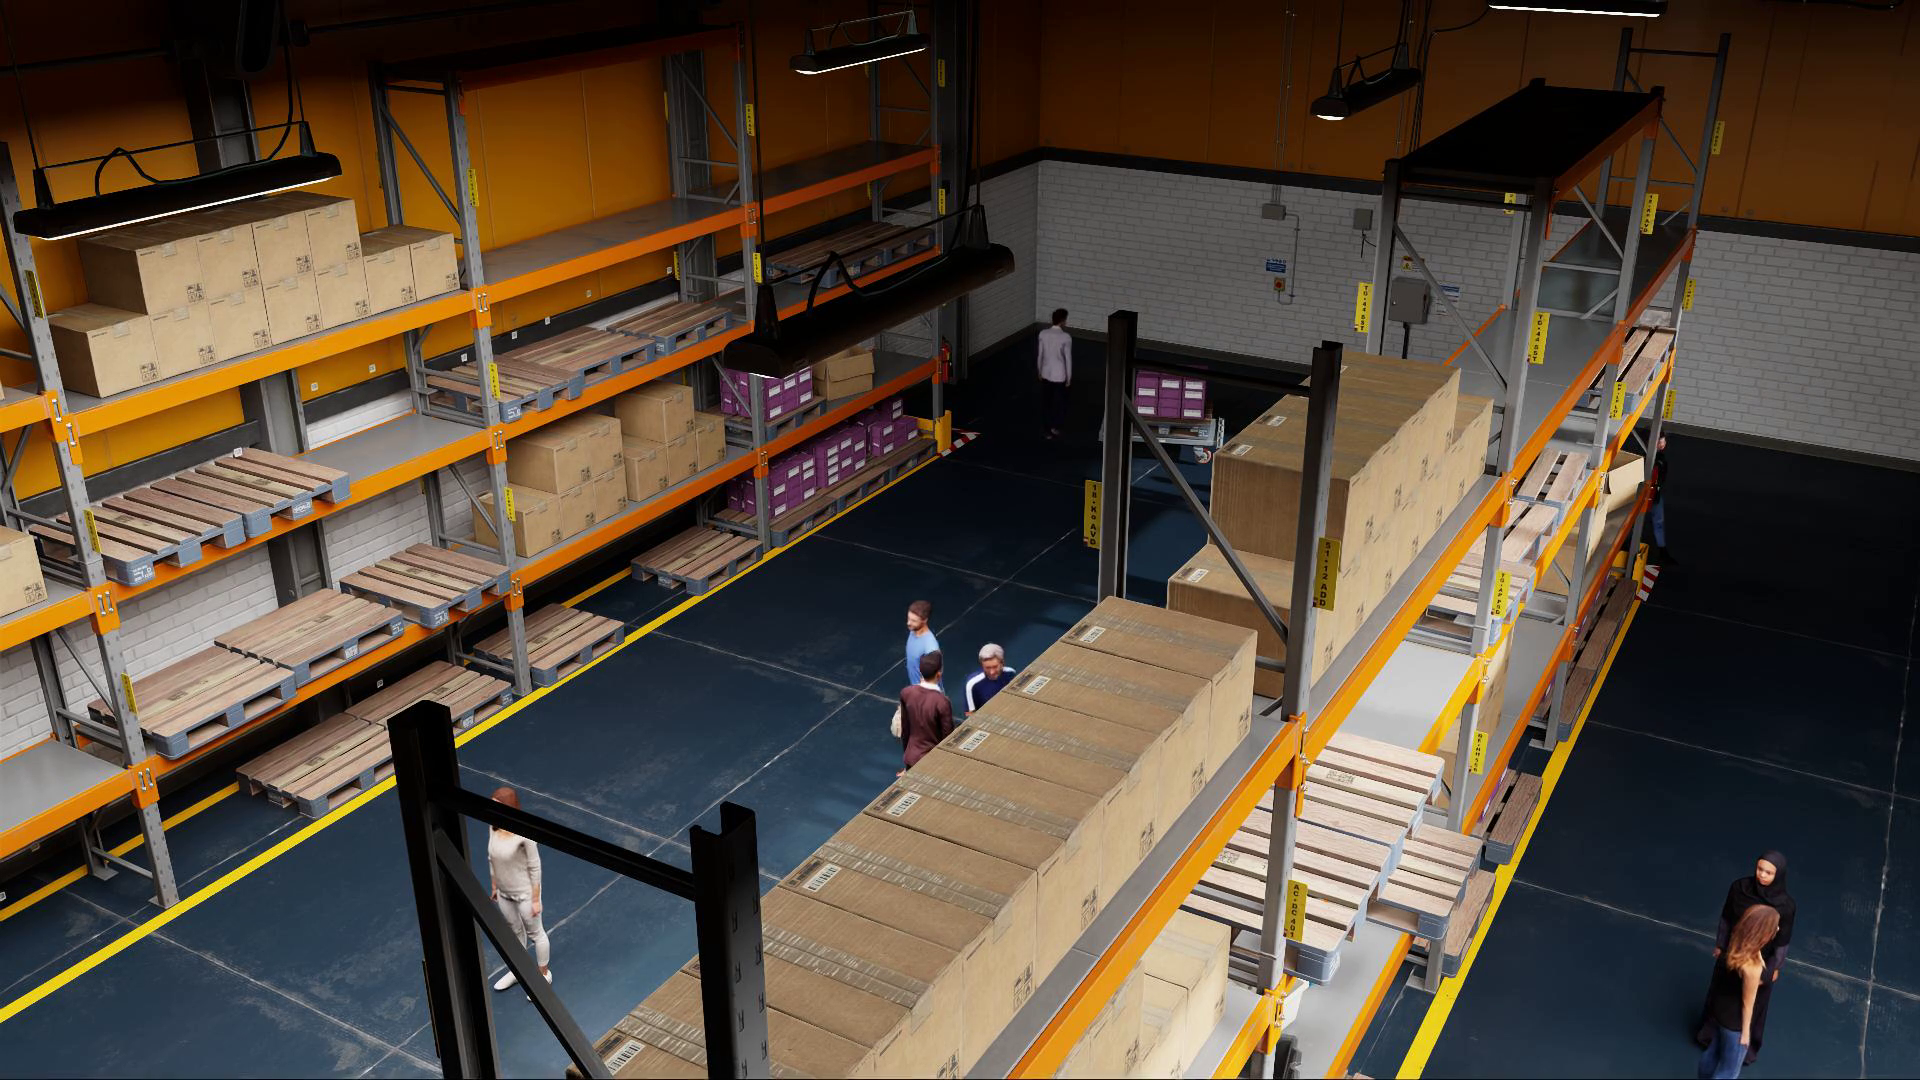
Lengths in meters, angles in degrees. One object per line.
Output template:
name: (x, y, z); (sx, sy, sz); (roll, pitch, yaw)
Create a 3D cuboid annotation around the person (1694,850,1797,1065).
person: (5.426, 2.829, 11.410); (0.652, 1.615, 0.650); (20, 31, 38)

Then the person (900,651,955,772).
person: (-0.259, 1.769, 13.529); (0.688, 1.860, 0.599); (16, 28, 32)

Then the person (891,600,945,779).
person: (-0.234, 1.325, 14.561); (0.863, 1.847, 0.812); (-9, 25, -19)

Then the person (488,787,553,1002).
person: (-3.185, 2.517, 12.002); (0.601, 1.712, 0.531); (12, 26, 26)

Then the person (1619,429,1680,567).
person: (7.740, -0.516, 18.992); (1.019, 1.671, 0.911); (-21, 31, -39)

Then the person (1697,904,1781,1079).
person: (4.990, 3.068, 10.733); (0.689, 1.720, 0.550); (4, 24, 10)

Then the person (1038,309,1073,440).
person: (1.250, -2.230, 22.720); (0.698, 1.826, 0.640); (12, 26, 26)

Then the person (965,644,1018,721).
person: (0.240, 1.602, 14.014); (0.933, 1.778, 0.968); (-13, 27, -27)
